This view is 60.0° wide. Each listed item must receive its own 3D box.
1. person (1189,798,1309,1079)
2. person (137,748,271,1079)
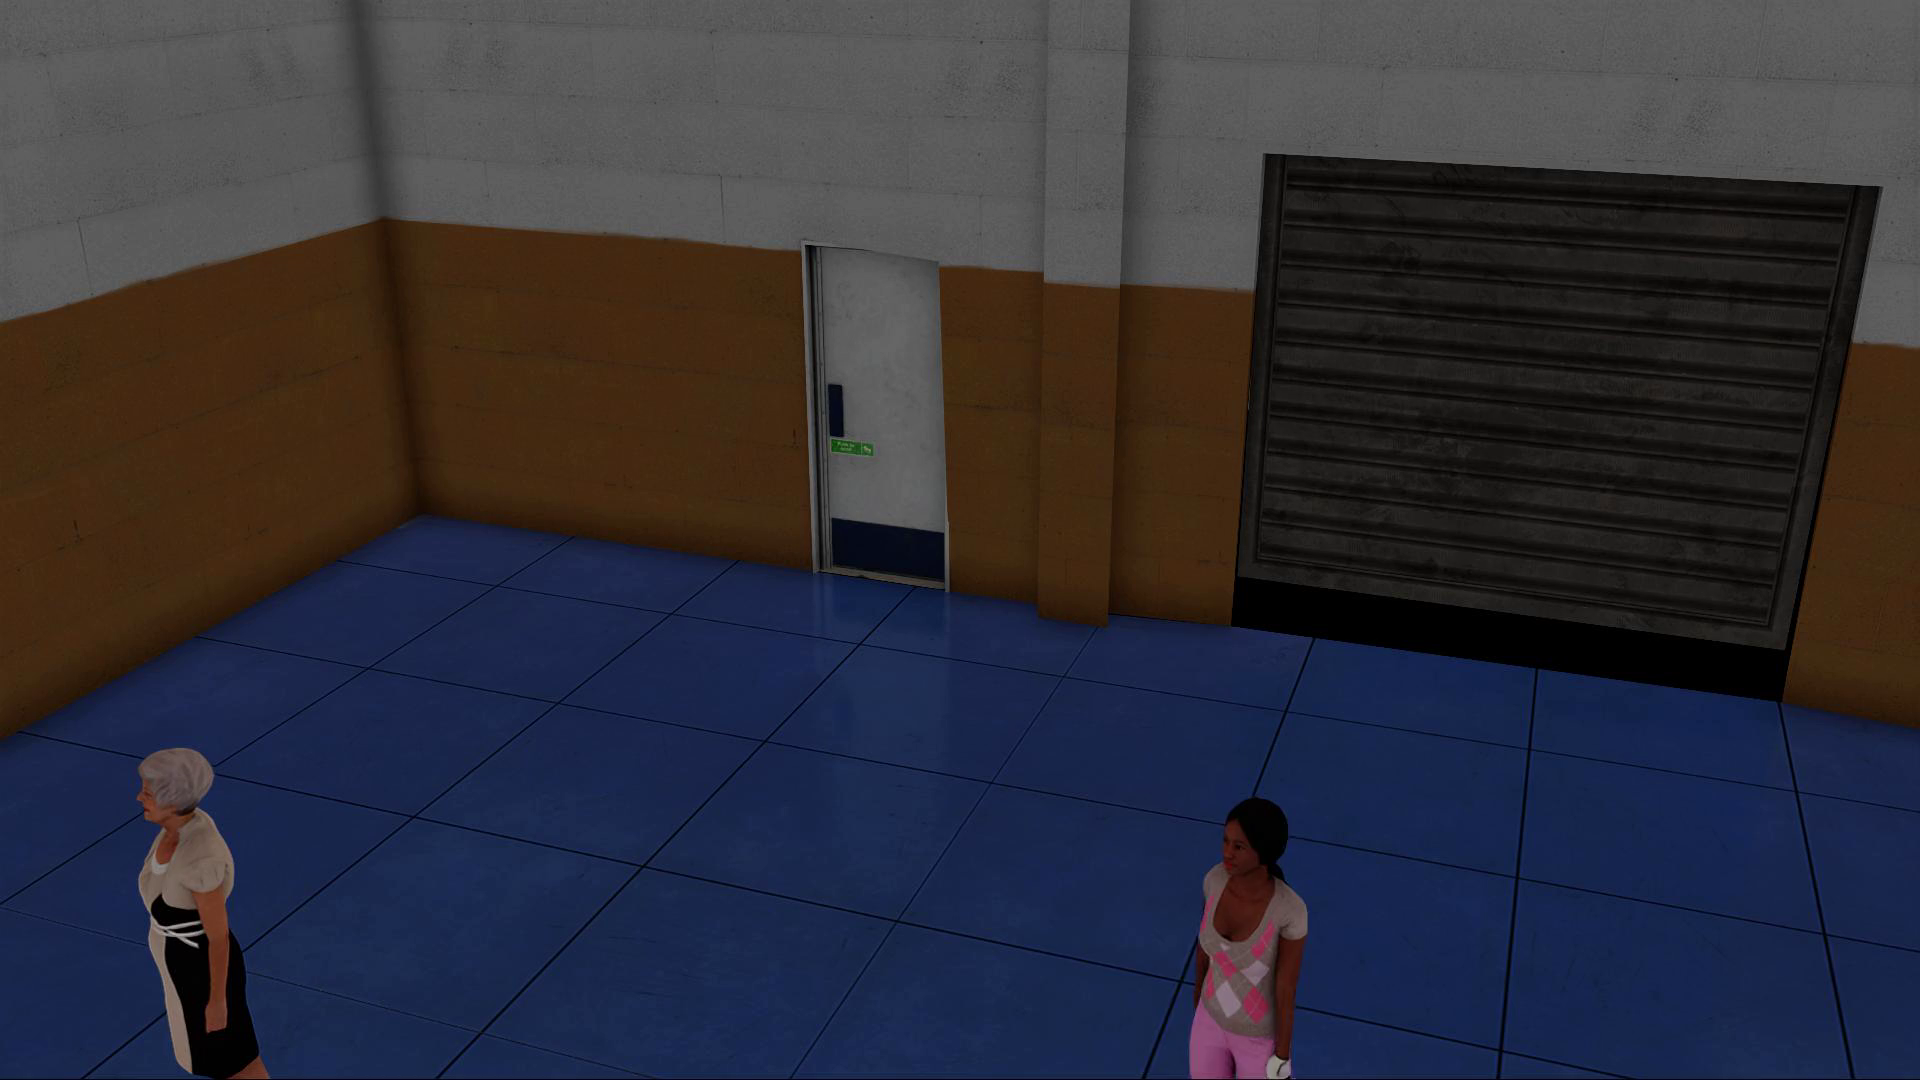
[{"bbox_3d":[1.011,1.640,5.626,0.898,1.725,0.965,-19,29,-39],"label":"person"},{"bbox_3d":[-2.643,1.522,5.877,0.771,1.756,0.670,-14,26,-31],"label":"person"}]
